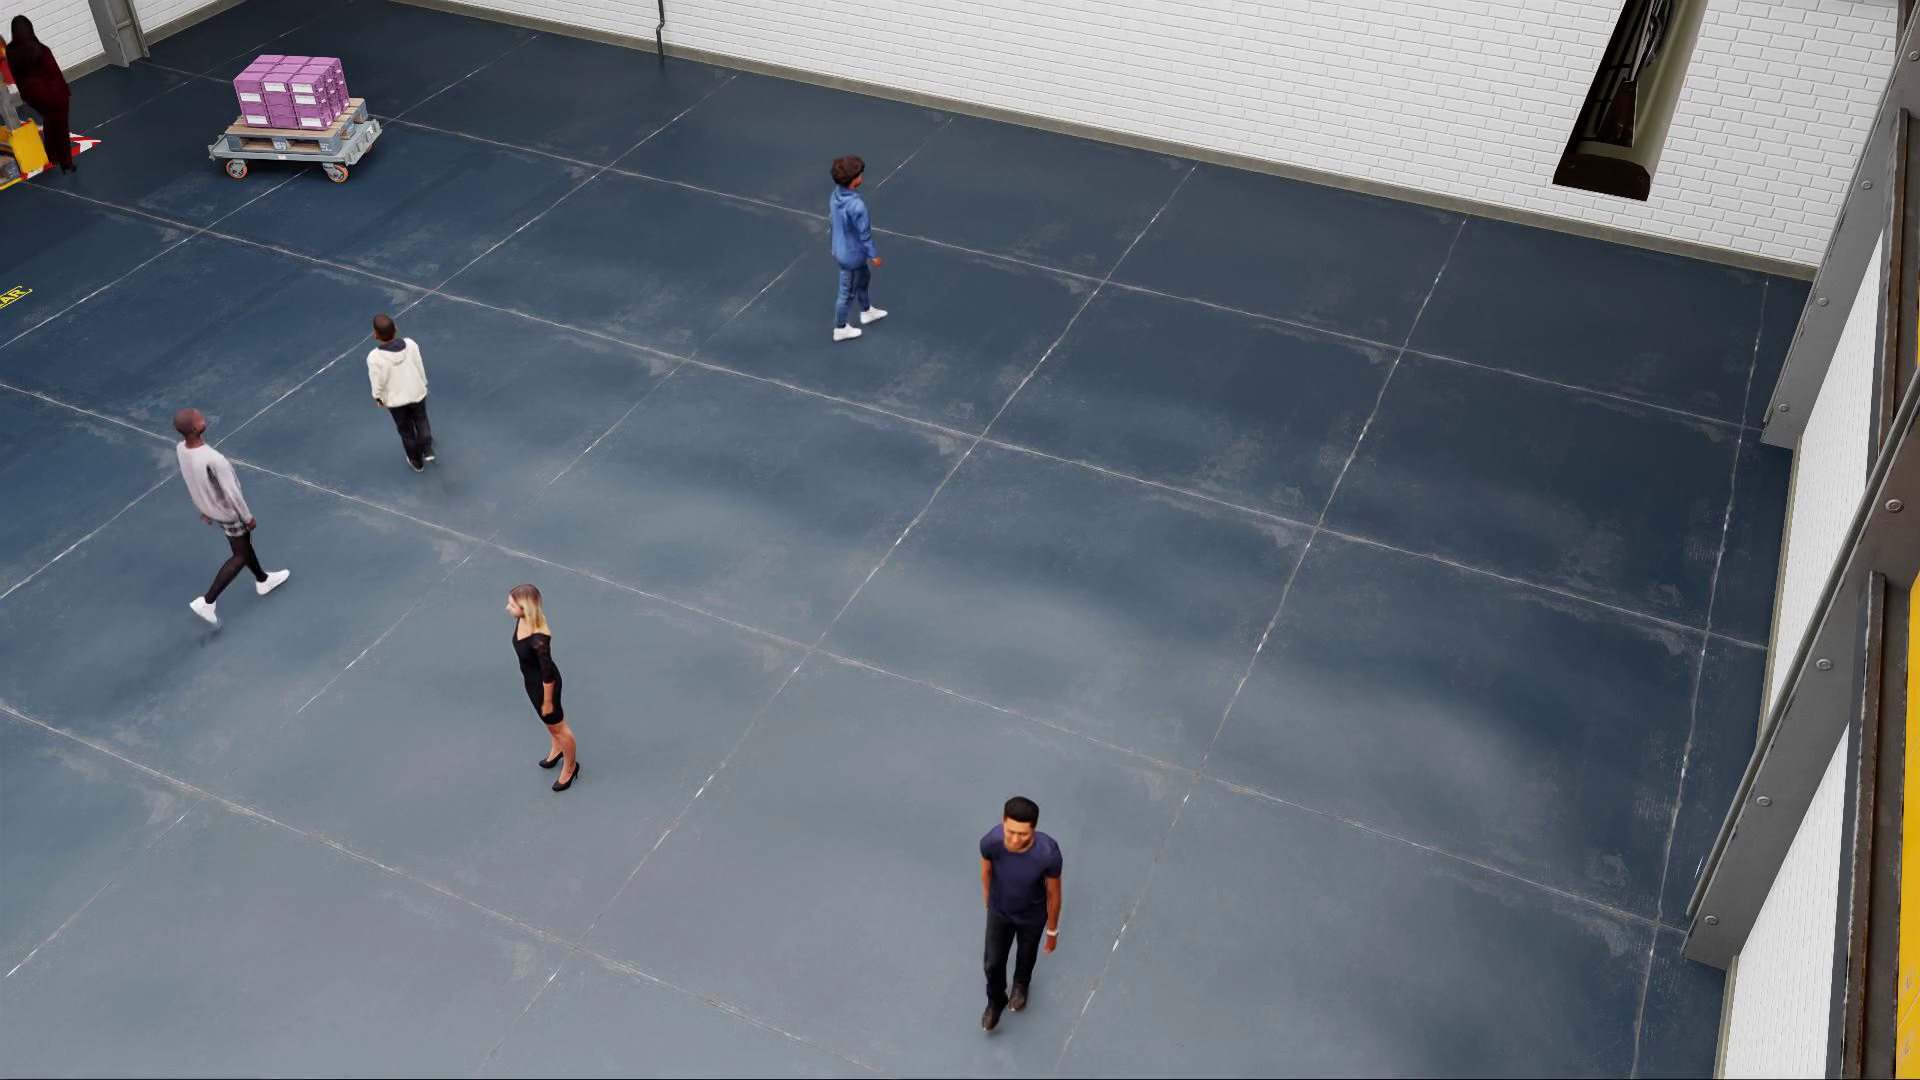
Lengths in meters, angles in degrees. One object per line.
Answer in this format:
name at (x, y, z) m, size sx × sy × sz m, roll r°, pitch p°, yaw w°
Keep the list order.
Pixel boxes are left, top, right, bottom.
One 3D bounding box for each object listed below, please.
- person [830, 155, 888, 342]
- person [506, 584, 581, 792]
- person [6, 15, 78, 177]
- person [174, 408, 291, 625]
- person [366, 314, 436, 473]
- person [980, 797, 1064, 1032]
person at (-1.070, -2.632, 15.221) m, size 1.010 × 1.789 × 0.938 m, roll -15°, pitch 41°, yaw -18°
person at (-2.712, 0.943, 10.835) m, size 0.634 × 1.677 × 0.610 m, roll -19°, pitch 43°, yaw -23°
person at (-9.898, -4.727, 17.880) m, size 0.737 × 1.745 × 0.766 m, roll 7°, pitch 39°, yaw 9°
person at (-5.454, -0.164, 12.159) m, size 0.728 × 1.755 × 1.103 m, roll 21°, pitch 43°, yaw 24°
person at (-4.547, -1.175, 13.672) m, size 0.615 × 1.445 × 0.732 m, roll -23°, pitch 44°, yaw -26°
person at (0.359, 2.022, 9.404) m, size 0.715 × 1.775 × 0.746 m, roll 9°, pitch 39°, yaw 11°
